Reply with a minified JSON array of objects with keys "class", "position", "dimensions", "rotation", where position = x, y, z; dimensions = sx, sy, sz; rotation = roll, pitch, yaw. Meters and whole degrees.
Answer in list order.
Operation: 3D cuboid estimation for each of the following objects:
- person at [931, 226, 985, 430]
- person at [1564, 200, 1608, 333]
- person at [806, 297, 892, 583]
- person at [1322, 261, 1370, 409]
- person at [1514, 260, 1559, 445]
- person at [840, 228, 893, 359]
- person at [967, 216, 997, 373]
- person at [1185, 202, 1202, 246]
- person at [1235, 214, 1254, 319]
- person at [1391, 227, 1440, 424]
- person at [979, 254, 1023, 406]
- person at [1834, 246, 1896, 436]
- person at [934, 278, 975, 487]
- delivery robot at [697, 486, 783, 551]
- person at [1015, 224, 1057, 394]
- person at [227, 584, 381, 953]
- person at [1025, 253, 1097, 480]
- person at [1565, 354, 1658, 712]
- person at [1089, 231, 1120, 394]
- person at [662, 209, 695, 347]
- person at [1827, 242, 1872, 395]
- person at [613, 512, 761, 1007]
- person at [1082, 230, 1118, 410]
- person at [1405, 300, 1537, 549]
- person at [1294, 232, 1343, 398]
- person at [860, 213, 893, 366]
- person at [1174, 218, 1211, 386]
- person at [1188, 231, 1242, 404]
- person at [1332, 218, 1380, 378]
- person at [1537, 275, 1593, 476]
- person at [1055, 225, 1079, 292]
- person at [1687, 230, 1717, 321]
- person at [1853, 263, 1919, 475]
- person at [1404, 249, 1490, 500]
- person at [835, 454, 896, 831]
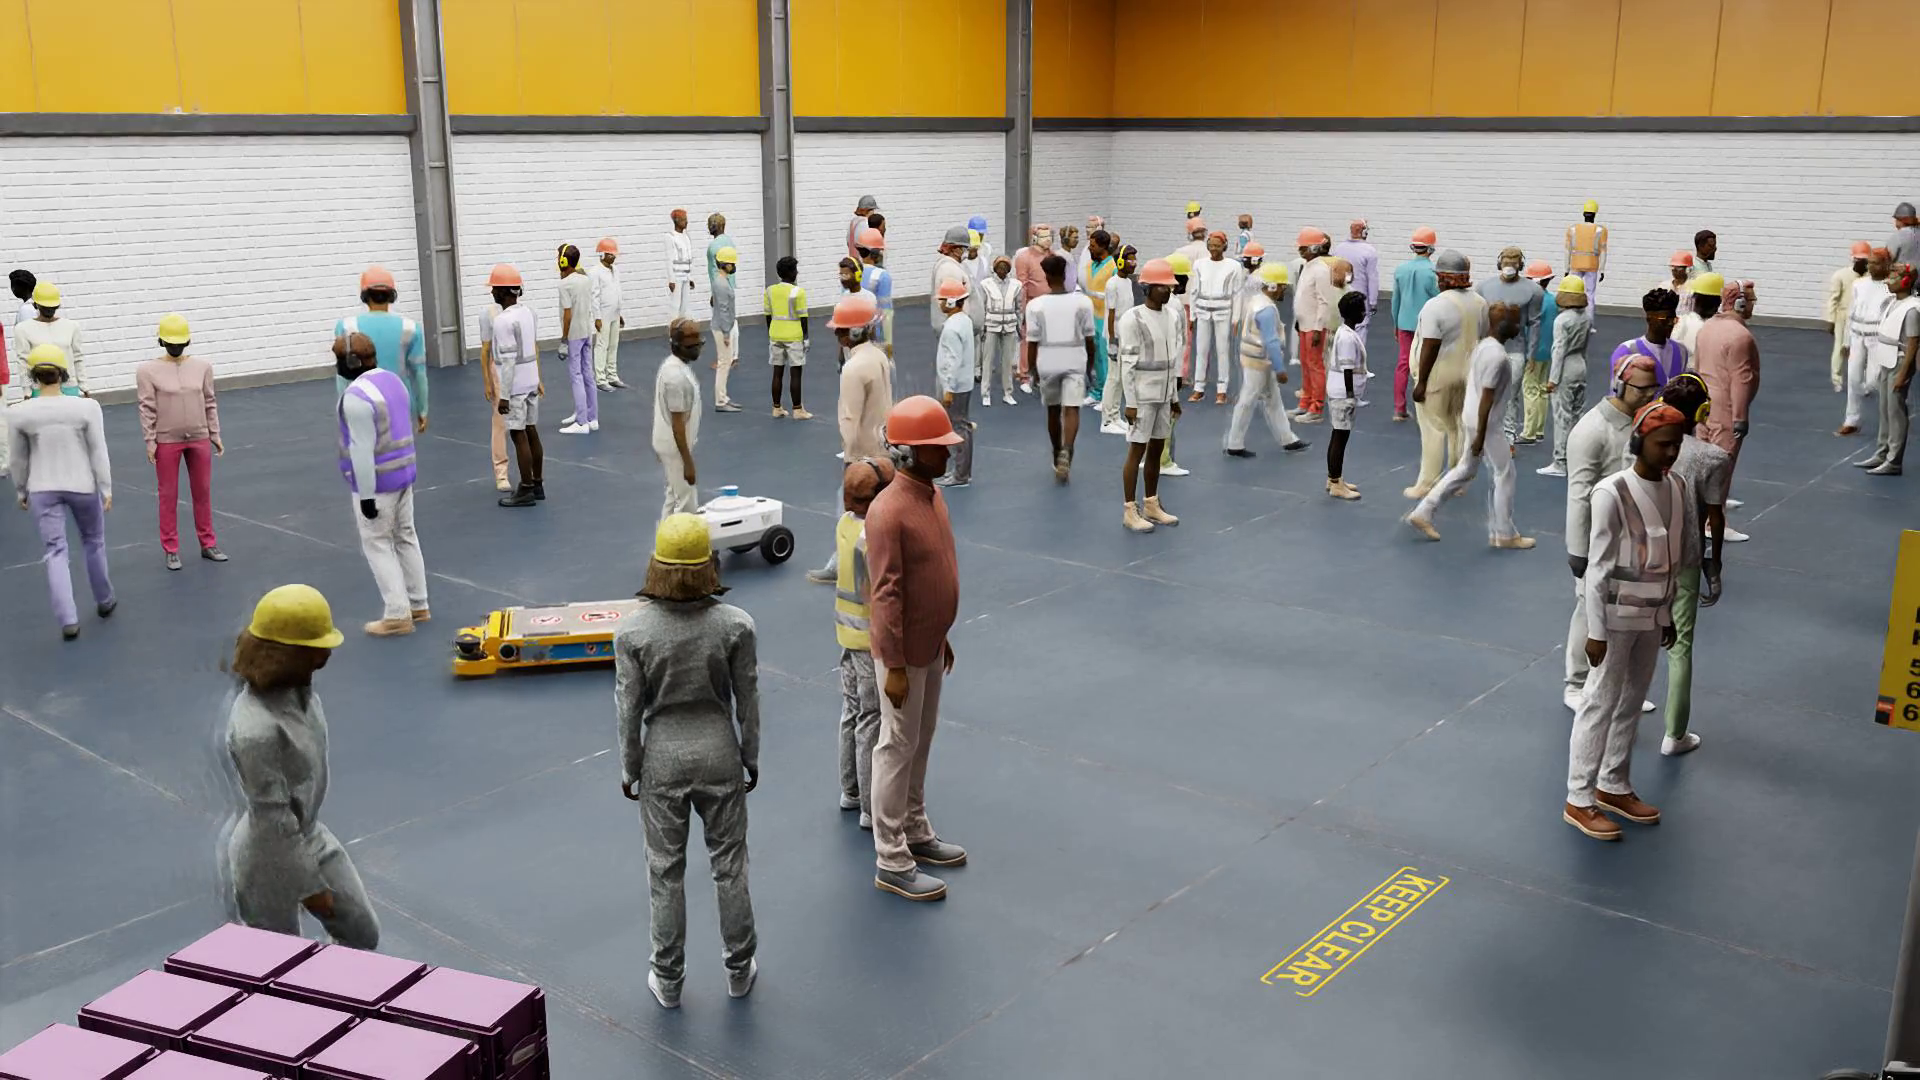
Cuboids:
[{"class":"person","position":[-0.020,-2.133,16.696],"dimensions":[0.536,2.000,0.672],"rotation":[-3,14,-12]},{"class":"person","position":[9.144,-3.988,24.340],"dimensions":[0.588,1.927,0.369],"rotation":[8,16,28]},{"class":"person","position":[-0.546,-0.605,10.785],"dimensions":[0.985,1.949,0.620],"rotation":[4,14,14]},{"class":"person","position":[4.031,-2.175,17.776],"dimensions":[0.500,1.590,0.880],"rotation":[-8,16,-28]},{"class":"person","position":[5.471,-1.783,15.878],"dimensions":[0.327,1.752,0.562],"rotation":[11,18,38]},{"class":"person","position":[-0.868,-1.964,16.015],"dimensions":[0.609,2.043,0.397],"rotation":[11,18,37]},{"class":"person","position":[0.192,-2.980,20.309],"dimensions":[0.618,1.933,0.420],"rotation":[-13,19,-41]},{"class":"person","position":[3.881,-4.732,27.664],"dimensions":[0.339,1.761,0.524],"rotation":[1,14,3]},{"class":"person","position":[4.463,-4.286,26.108],"dimensions":[0.308,1.643,0.511],"rotation":[5,15,19]},{"class":"person","position":[4.694,-2.189,17.008],"dimensions":[0.372,1.997,0.611],"rotation":[-12,19,-41]},{"class":"person","position":[0.437,-2.277,18.088],"dimensions":[0.513,1.639,0.313],"rotation":[-4,15,-15]},{"class":"person","position":[8.948,-1.929,16.247],"dimensions":[0.556,1.871,0.579],"rotation":[-7,16,-25]},{"class":"person","position":[-0.056,-1.325,14.049],"dimensions":[0.341,1.752,0.563],"rotation":[3,14,11]},{"class":"delivery robot","position":[-1.584,-0.132,11.526],"dimensions":[0.707,0.478,0.477],"rotation":[-13,19,-42]},{"class":"person","position":[0.924,-2.637,18.982],"dimensions":[0.637,1.911,0.403],"rotation":[-11,18,-38]},{"class":"person","position":[-1.992,0.954,5.014],"dimensions":[0.540,1.712,0.506],"rotation":[0,14,1]},{"class":"person","position":[0.872,-1.489,14.343],"dimensions":[0.633,1.936,0.847],"rotation":[1,14,4]},{"class":"person","position":[3.377,-0.012,8.532],"dimensions":[0.654,1.894,0.401],"rotation":[-8,16,-29]},{"class":"person","position":[1.680,-2.541,18.729],"dimensions":[0.344,1.844,0.506],"rotation":[-3,14,-10]},{"class":"person","position":[-3.832,-3.577,22.793],"dimensions":[0.353,1.880,0.573],"rotation":[5,15,20]},{"class":"person","position":[10.109,-2.484,18.745],"dimensions":[0.583,1.715,0.794],"rotation":[3,14,11]},{"class":"person","position":[-0.932,0.759,5.745],"dimensions":[0.493,1.743,0.300],"rotation":[-4,15,-14]},{"class":"person","position":[1.526,-2.358,17.848],"dimensions":[0.377,1.915,0.599],"rotation":[-8,16,-28]},{"class":"person","position":[3.710,-0.825,11.953],"dimensions":[0.881,1.814,0.506],"rotation":[1,14,4]},{"class":"person","position":[3.985,-2.493,18.540],"dimensions":[0.624,1.844,0.430],"rotation":[-7,16,-27]},{"class":"person","position":[-1.097,-3.156,21.037],"dimensions":[0.374,1.916,0.596],"rotation":[-6,15,-22]},{"class":"person","position":[2.787,-2.805,19.594],"dimensions":[0.651,1.927,1.051],"rotation":[4,14,14]},{"class":"person","position":[2.782,-2.434,18.222],"dimensions":[0.573,1.882,0.354],"rotation":[6,15,23]},{"class":"person","position":[4.783,-2.915,20.085],"dimensions":[0.403,1.910,0.652],"rotation":[-12,18,-40]},{"class":"person","position":[5.273,-1.429,14.485],"dimensions":[0.487,1.744,0.313],"rotation":[-11,18,-37]},{"class":"person","position":[1.254,-2.858,20.018],"dimensions":[0.339,1.833,0.520],"rotation":[5,15,19]},{"class":"person","position":[7.850,-2.348,17.802],"dimensions":[0.392,1.920,0.587],"rotation":[12,18,39]},{"class":"person","position":[8.164,-1.480,14.480],"dimensions":[0.393,1.846,0.564],"rotation":[3,14,13]},{"class":"person","position":[3.916,-1.346,13.551],"dimensions":[0.689,2.000,0.539],"rotation":[-9,17,-31]},{"class":"person","position":[-0.386,0.443,7.205],"dimensions":[0.305,1.645,0.522],"rotation":[-6,15,-22]}]
